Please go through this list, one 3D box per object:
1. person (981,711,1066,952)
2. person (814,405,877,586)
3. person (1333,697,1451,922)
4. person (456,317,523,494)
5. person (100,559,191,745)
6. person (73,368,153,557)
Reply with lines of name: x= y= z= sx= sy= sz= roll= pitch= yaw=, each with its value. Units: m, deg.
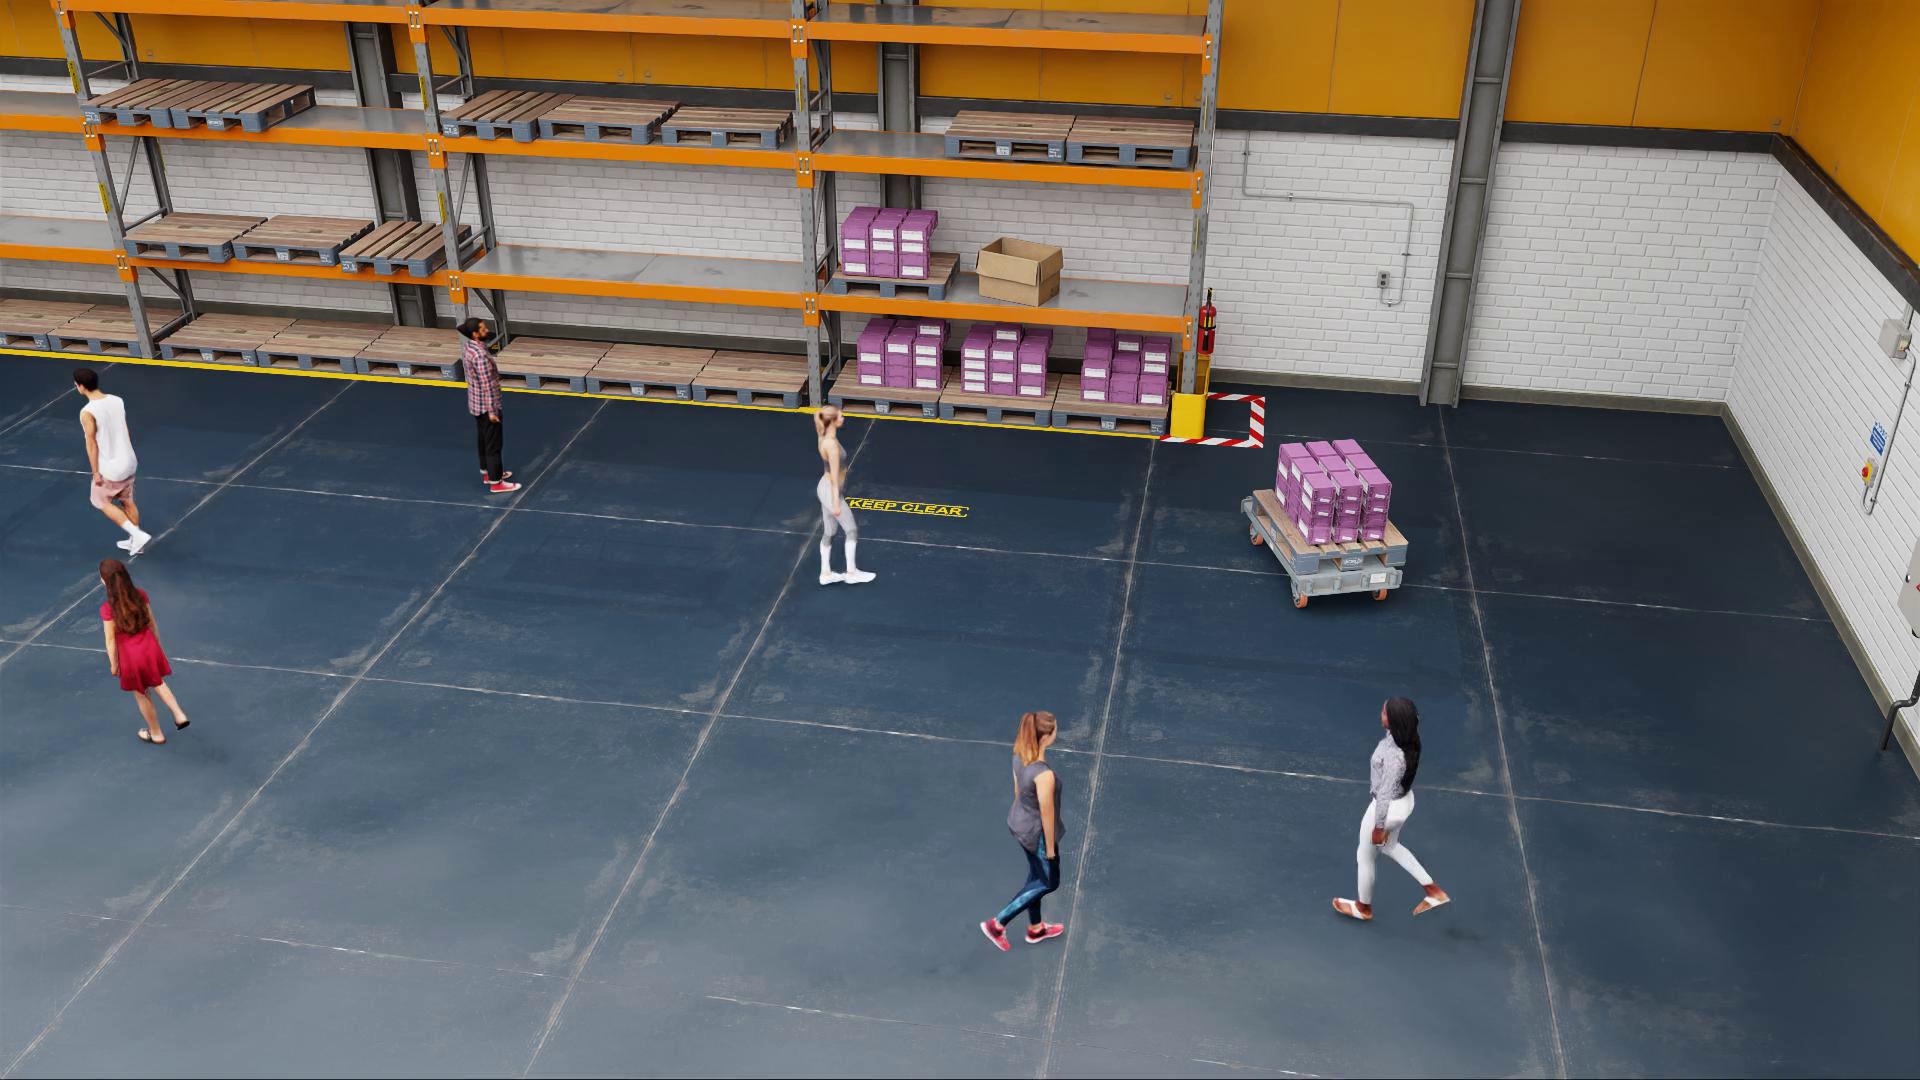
person: x=0.382 y=1.844 z=10.309 sx=0.942 sy=1.710 sz=0.827 roll=-9 pitch=30 yaw=-17
person: x=-1.169 y=-0.364 z=14.372 sx=0.842 sy=1.695 sz=0.769 roll=-9 pitch=30 yaw=-16
person: x=2.786 y=1.747 z=10.493 sx=1.031 sy=1.704 sz=0.830 roll=14 pitch=31 yaw=23
person: x=-4.581 y=-1.322 z=16.059 sx=0.813 sy=1.761 sz=0.773 roll=-16 pitch=32 yaw=-26
person: x=-6.036 y=0.856 z=12.295 sx=0.803 sy=1.542 sz=0.663 roll=14 pitch=32 yaw=24
person: x=-7.489 y=-0.658 z=14.849 sx=0.801 sy=1.755 sz=0.742 roll=7 pitch=29 yaw=13
